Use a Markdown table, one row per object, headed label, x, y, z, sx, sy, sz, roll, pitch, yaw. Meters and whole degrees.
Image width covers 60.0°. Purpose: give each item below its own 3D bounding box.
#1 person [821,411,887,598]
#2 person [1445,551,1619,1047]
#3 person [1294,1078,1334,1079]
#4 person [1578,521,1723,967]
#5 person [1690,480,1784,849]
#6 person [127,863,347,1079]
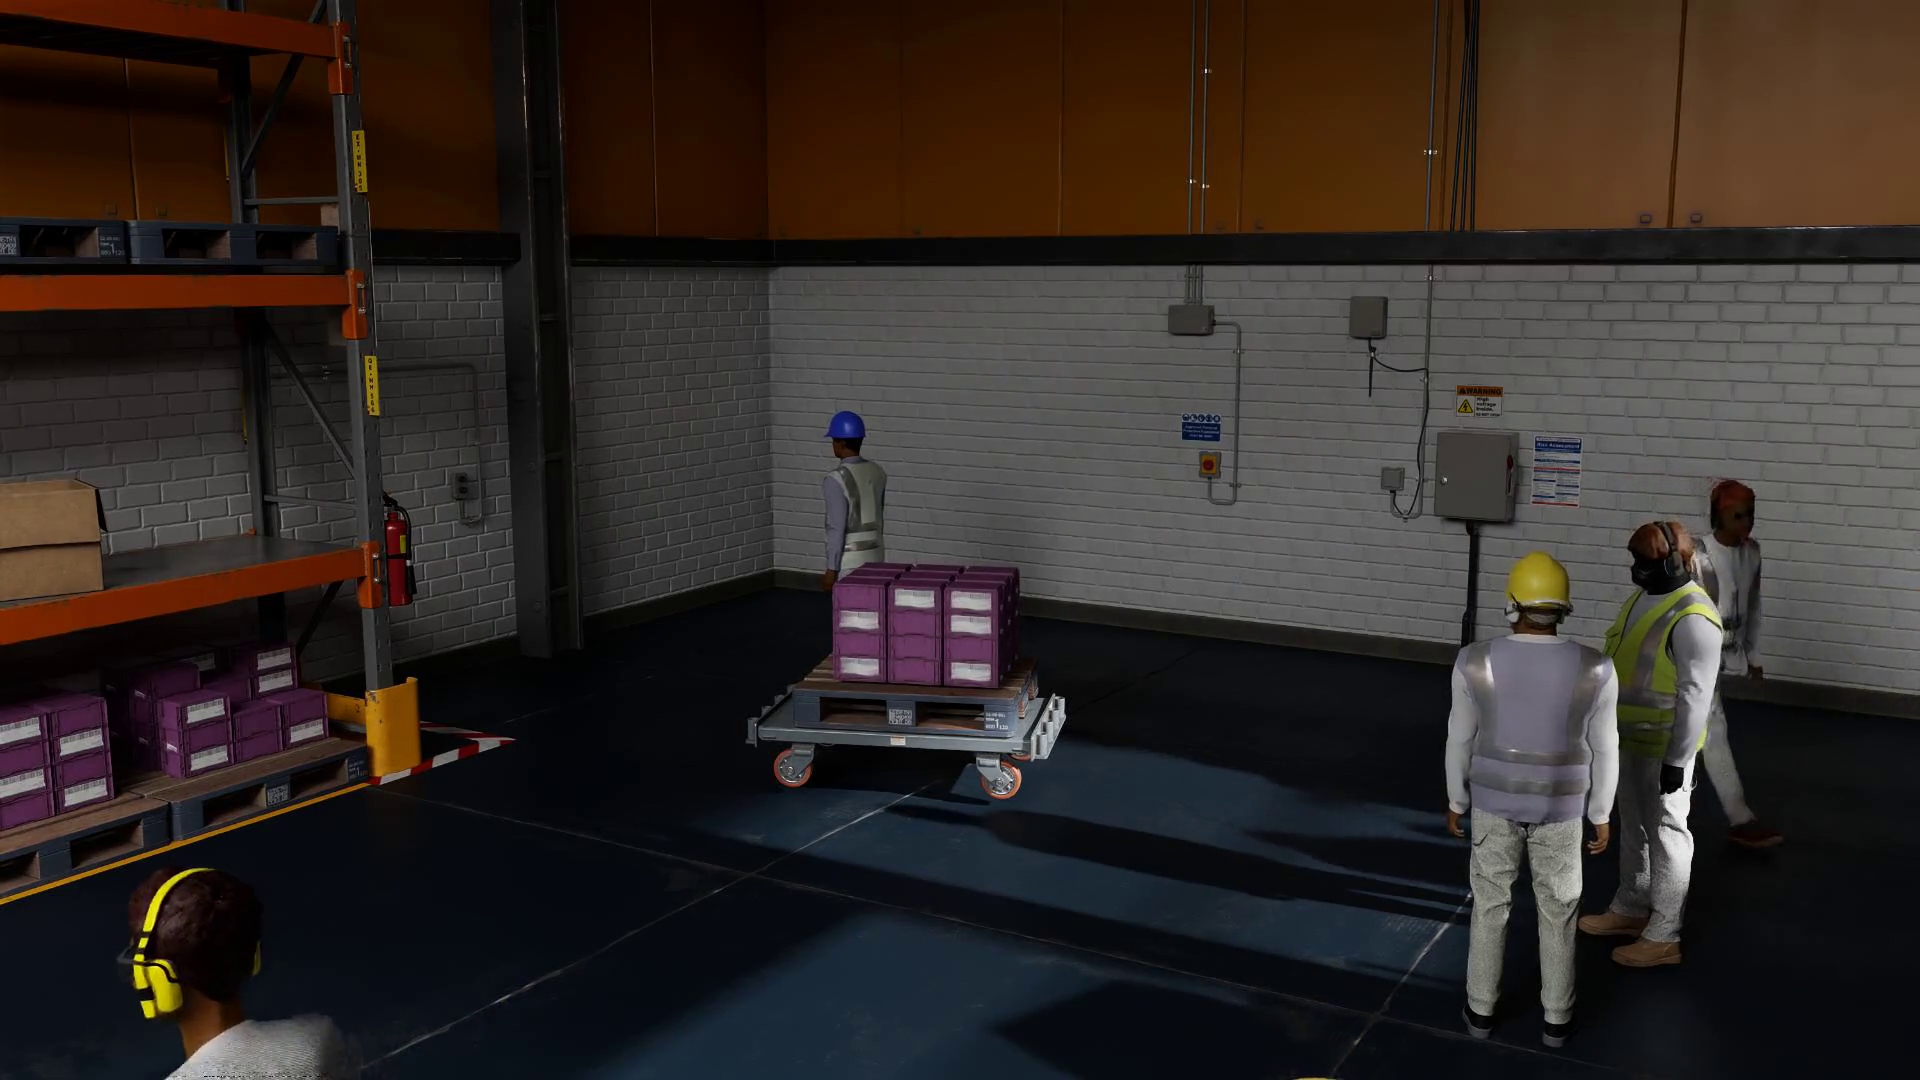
| label | x | y | z | sx | sy | sz | roll | pitch | yaw |
| --- | --- | --- | --- | --- | --- | --- | --- | --- | --- |
| person | -0.706 | 0.130 | 10.898 | 0.404 | 1.948 | 0.605 | 5 | 10 | 29 |
| person | 2.096 | 0.950 | 6.129 | 0.601 | 1.832 | 0.404 | 3 | 10 | 18 |
| person | 0.466 | 1.563 | 2.061 | 0.609 | 1.912 | 0.427 | 8 | 12 | 40 |
| person | 2.853 | 0.830 | 6.877 | 0.429 | 1.840 | 0.624 | 0 | 9 | -1 |
| person | 3.814 | 0.589 | 8.462 | 0.653 | 1.830 | 1.019 | -5 | 11 | -30 |
| person | -1.266 | 1.469 | 2.887 | 0.680 | 1.835 | 0.604 | 3 | 10 | 19 |
